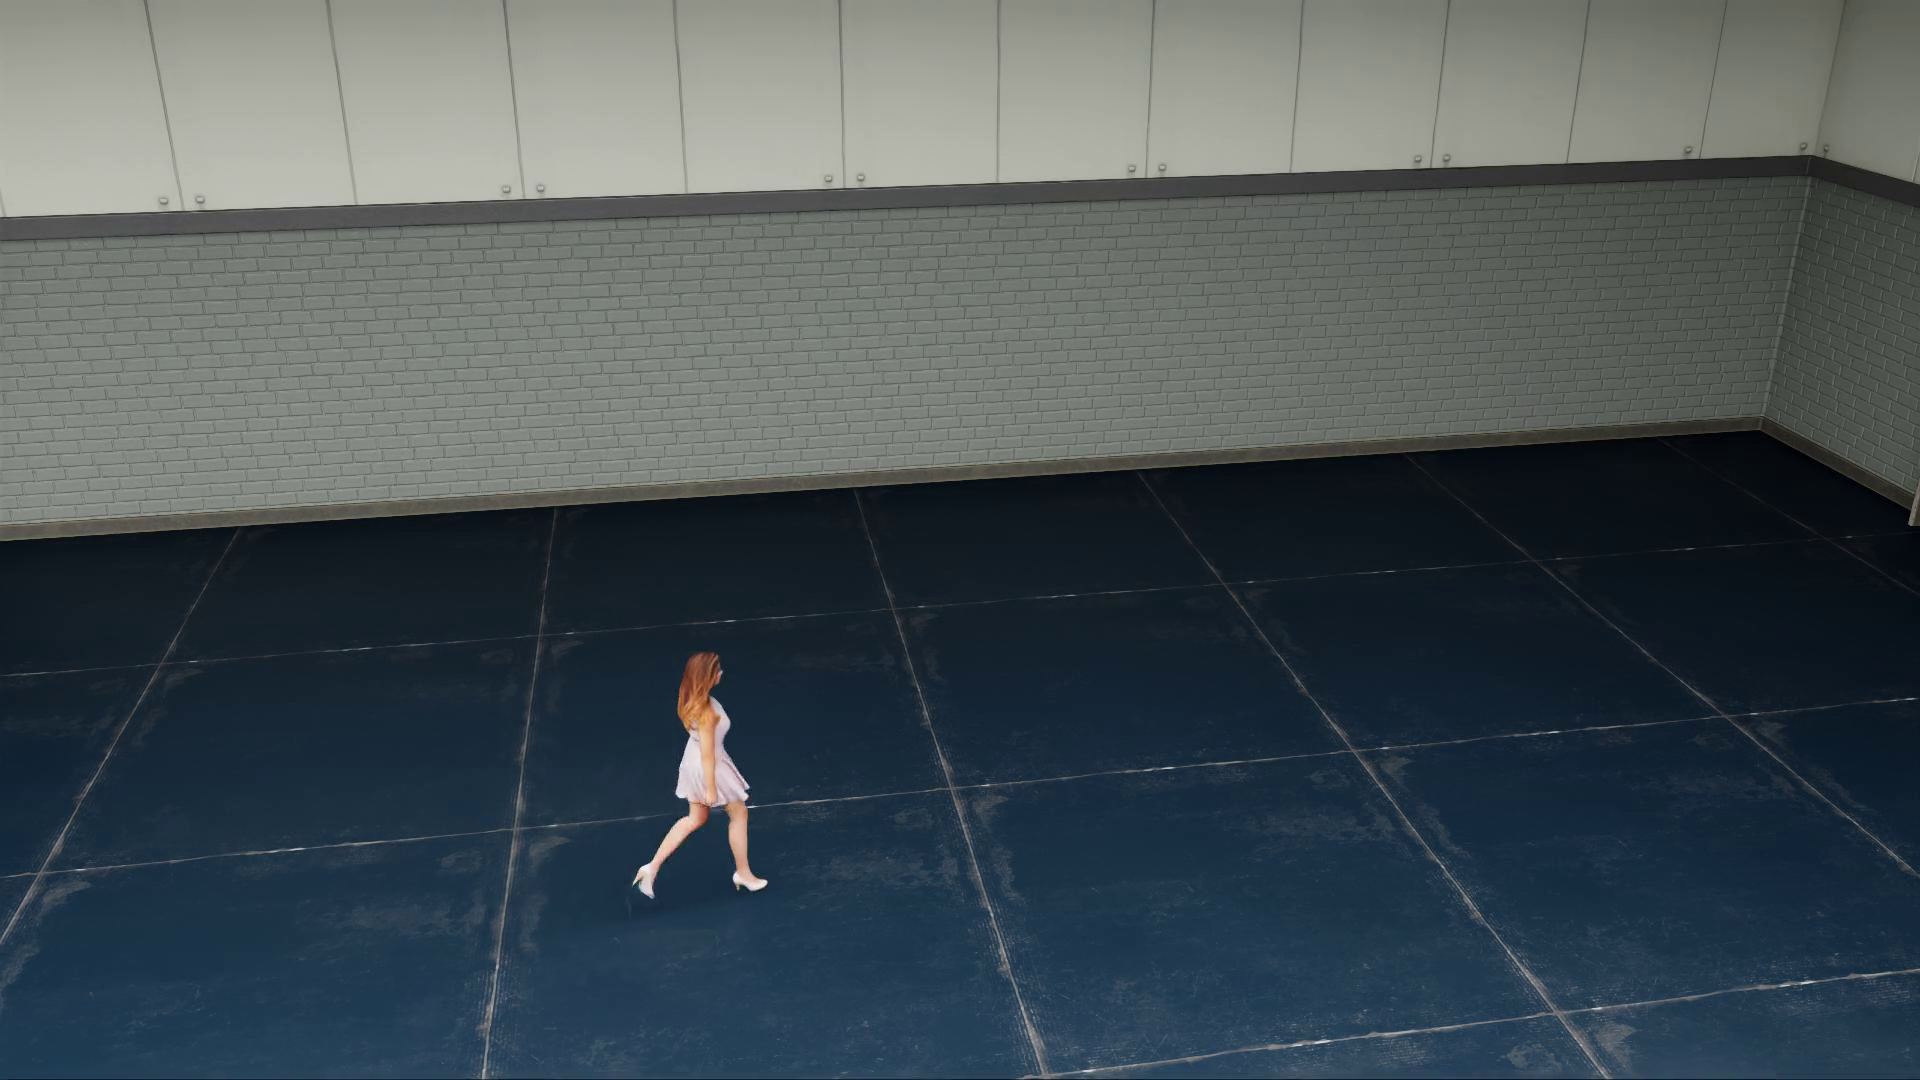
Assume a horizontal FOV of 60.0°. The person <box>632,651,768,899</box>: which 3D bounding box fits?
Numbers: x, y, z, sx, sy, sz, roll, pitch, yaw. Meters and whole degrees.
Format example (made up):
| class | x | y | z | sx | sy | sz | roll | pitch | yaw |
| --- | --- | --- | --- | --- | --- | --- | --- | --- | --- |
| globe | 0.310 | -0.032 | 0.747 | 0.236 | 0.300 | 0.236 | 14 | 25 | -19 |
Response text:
| class | x | y | z | sx | sy | sz | roll | pitch | yaw |
| --- | --- | --- | --- | --- | --- | --- | --- | --- | --- |
| person | -1.629 | 1.480 | 10.165 | 0.829 | 1.738 | 1.072 | -11 | 25 | -24 |
